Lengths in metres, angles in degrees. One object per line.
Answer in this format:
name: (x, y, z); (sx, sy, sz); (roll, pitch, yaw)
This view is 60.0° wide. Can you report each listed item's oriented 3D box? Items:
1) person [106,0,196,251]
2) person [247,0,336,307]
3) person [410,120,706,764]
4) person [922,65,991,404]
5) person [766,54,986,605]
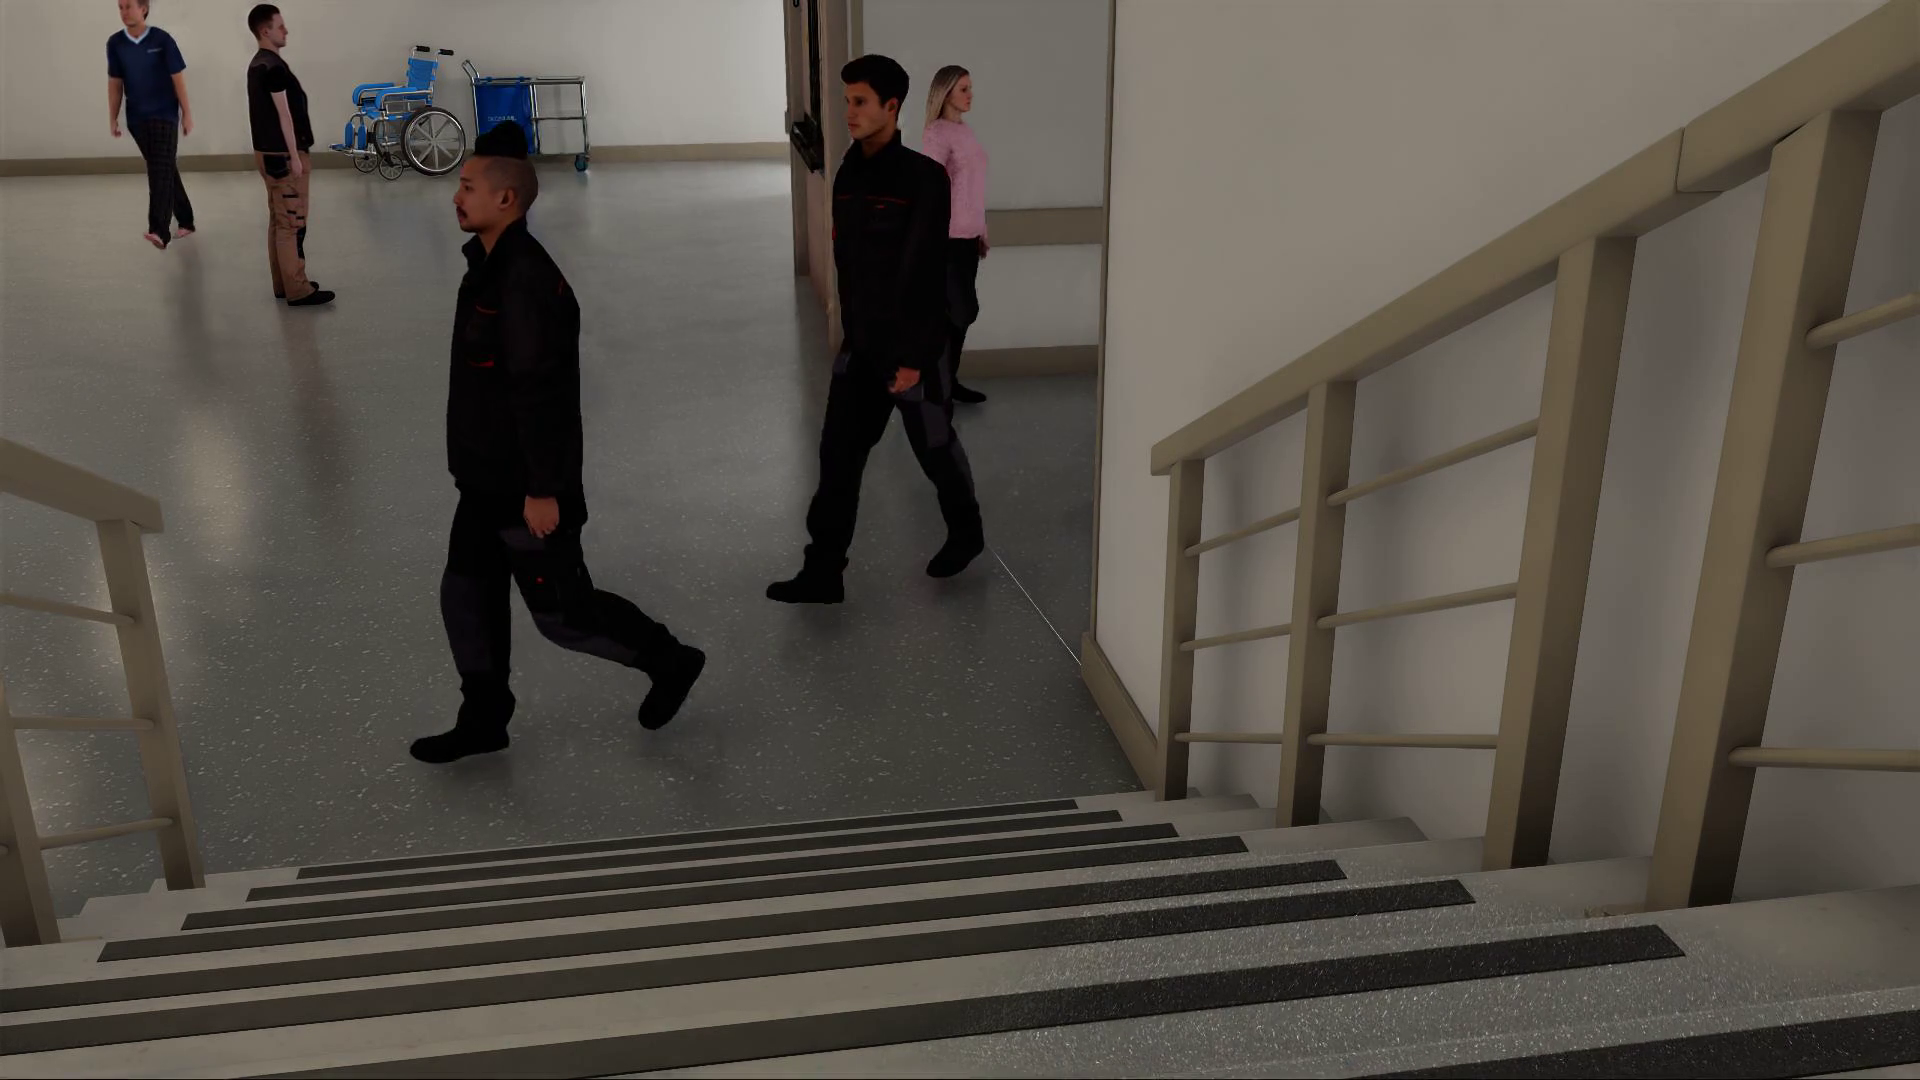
person: (-5.894, -3.069, 12.241); (0.829, 1.819, 1.216); (0, 21, 1)
person: (-4.320, -2.446, 10.567); (0.826, 1.841, 0.680); (-13, 25, -31)
person: (-1.164, -0.229, 4.727); (1.069, 1.832, 1.171); (-12, 24, -28)
person: (-0.110, -1.500, 8.299); (0.785, 1.678, 0.709); (8, 22, 20)
person: (-0.161, -0.705, 5.897); (1.269, 1.893, 1.256); (18, 27, 39)
